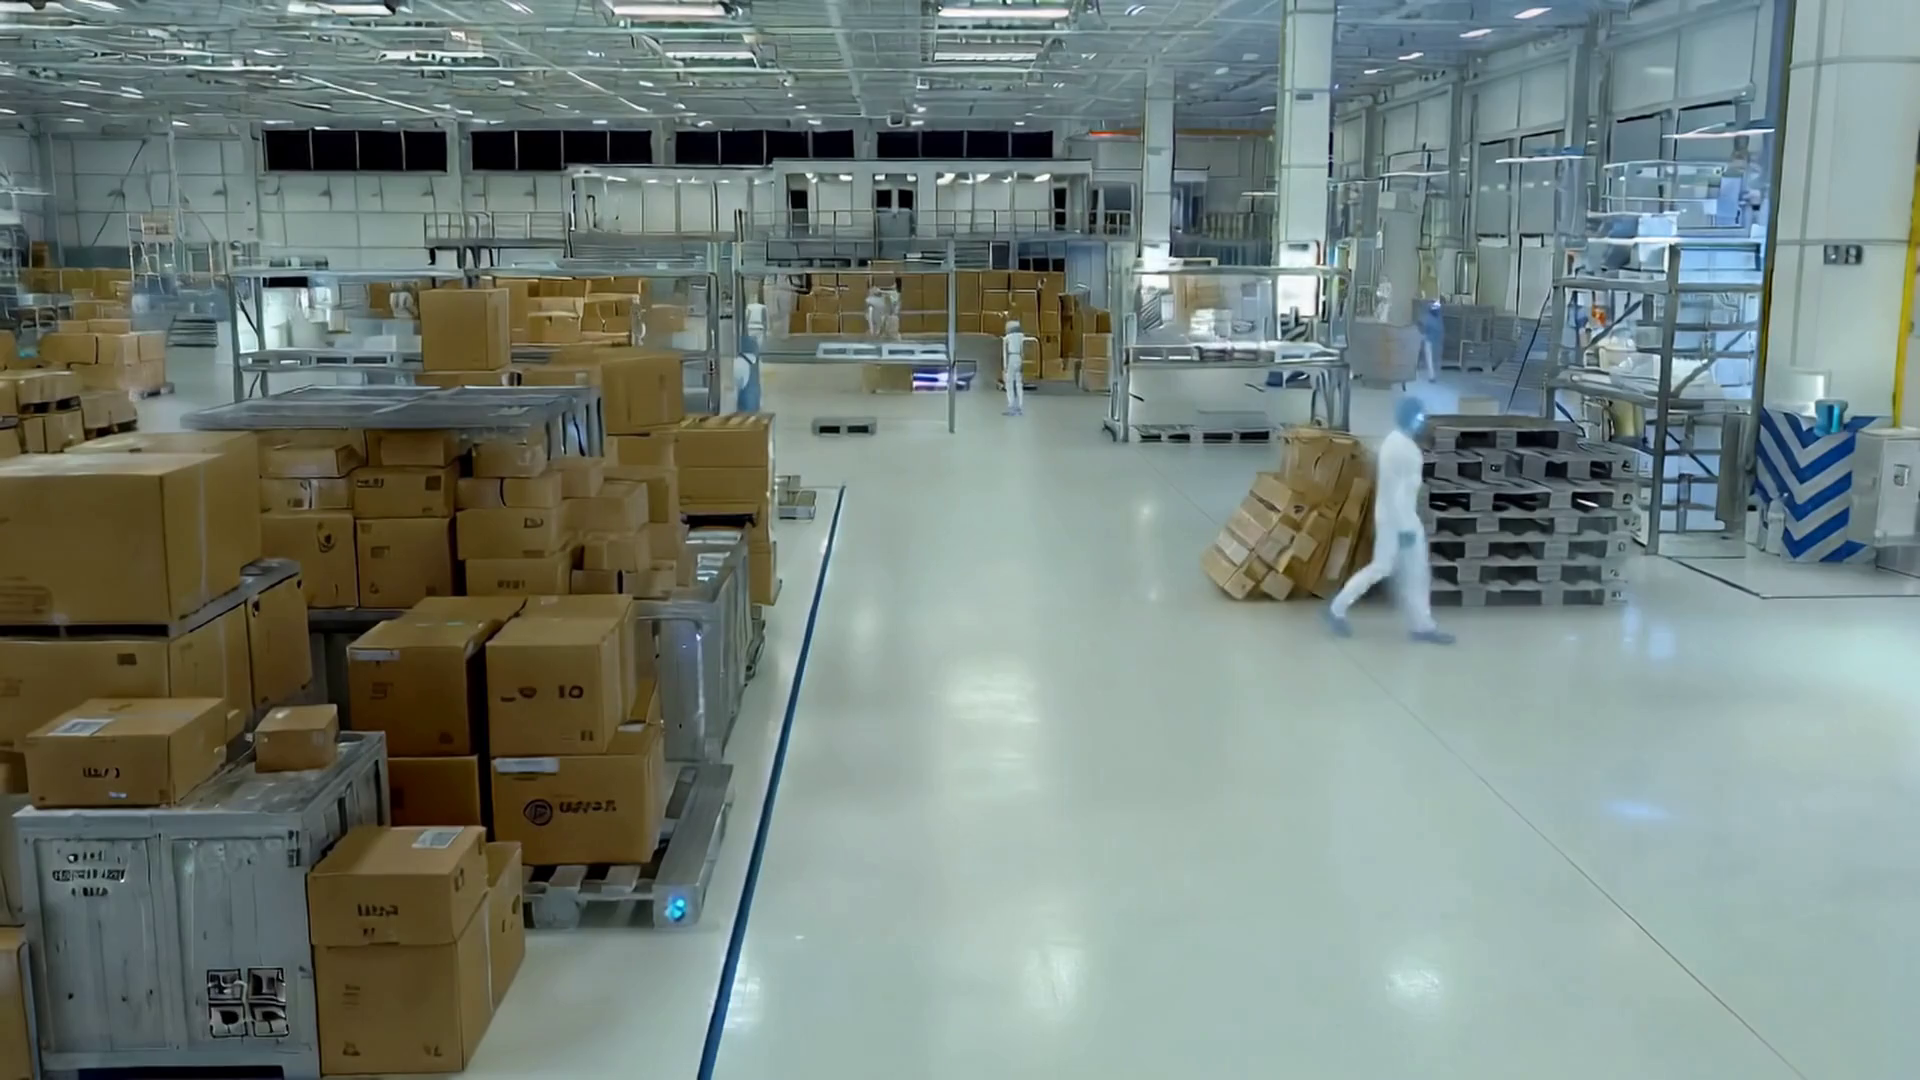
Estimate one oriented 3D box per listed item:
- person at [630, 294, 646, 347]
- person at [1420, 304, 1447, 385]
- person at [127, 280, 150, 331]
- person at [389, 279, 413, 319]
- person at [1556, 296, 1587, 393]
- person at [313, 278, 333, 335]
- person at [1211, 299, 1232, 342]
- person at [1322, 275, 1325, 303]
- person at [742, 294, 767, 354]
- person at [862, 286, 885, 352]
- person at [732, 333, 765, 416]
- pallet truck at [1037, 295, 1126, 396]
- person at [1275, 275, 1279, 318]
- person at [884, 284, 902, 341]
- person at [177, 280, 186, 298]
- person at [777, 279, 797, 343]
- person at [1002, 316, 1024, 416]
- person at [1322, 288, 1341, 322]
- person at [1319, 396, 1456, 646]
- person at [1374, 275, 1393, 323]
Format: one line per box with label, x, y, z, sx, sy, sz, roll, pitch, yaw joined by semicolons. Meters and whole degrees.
person;-7.213;-4.554;37.153;0.518;1.876;0.326;10;14;44
person;10.116;-4.194;35.565;0.532;1.725;0.883;-1;10;-5
person;-21.940;-5.897;44.173;0.957;2.000;0.702;-6;12;-28
person;-15.174;-6.082;45.228;0.616;2.032;0.559;-1;10;-4
person;12.281;-3.945;33.469;0.608;1.987;0.402;1;10;3
person;-20.564;-7.531;53.756;0.615;1.865;0.420;1;10;3
person;6.346;-5.034;40.388;0.521;1.671;0.761;2;10;9
person;11.576;-7.585;53.768;0.796;1.976;0.620;-5;11;-27
person;-4.883;-4.948;39.545;0.617;1.808;0.853;-4;11;-20
person;-2.228;-5.645;43.188;0.630;1.904;0.974;-7;12;-34
person;-2.783;-1.829;22.088;0.535;1.834;0.538;9;14;41
pallet truck;2.483;-3.881;33.060;1.885;1.965;0.823;-7;13;-36
person;11.643;-8.707;60.297;0.558;1.881;1.023;-7;12;-33
person;-1.913;-6.361;47.370;0.530;1.828;0.644;9;13;40
person;-25.891;-7.798;55.567;0.535;1.749;0.529;7;12;32
person;-5.142;-6.878;49.999;0.622;1.900;0.750;-10;14;-43
person;0.906;-3.032;29.042;0.325;1.740;0.492;10;14;44
person;9.106;-5.300;41.293;1.006;1.873;0.610;-8;13;-38
person;3.242;-0.148;12.562;0.974;1.904;0.630;5;11;26
person;13.976;-7.754;54.838;0.622;1.926;0.570;6;12;31
